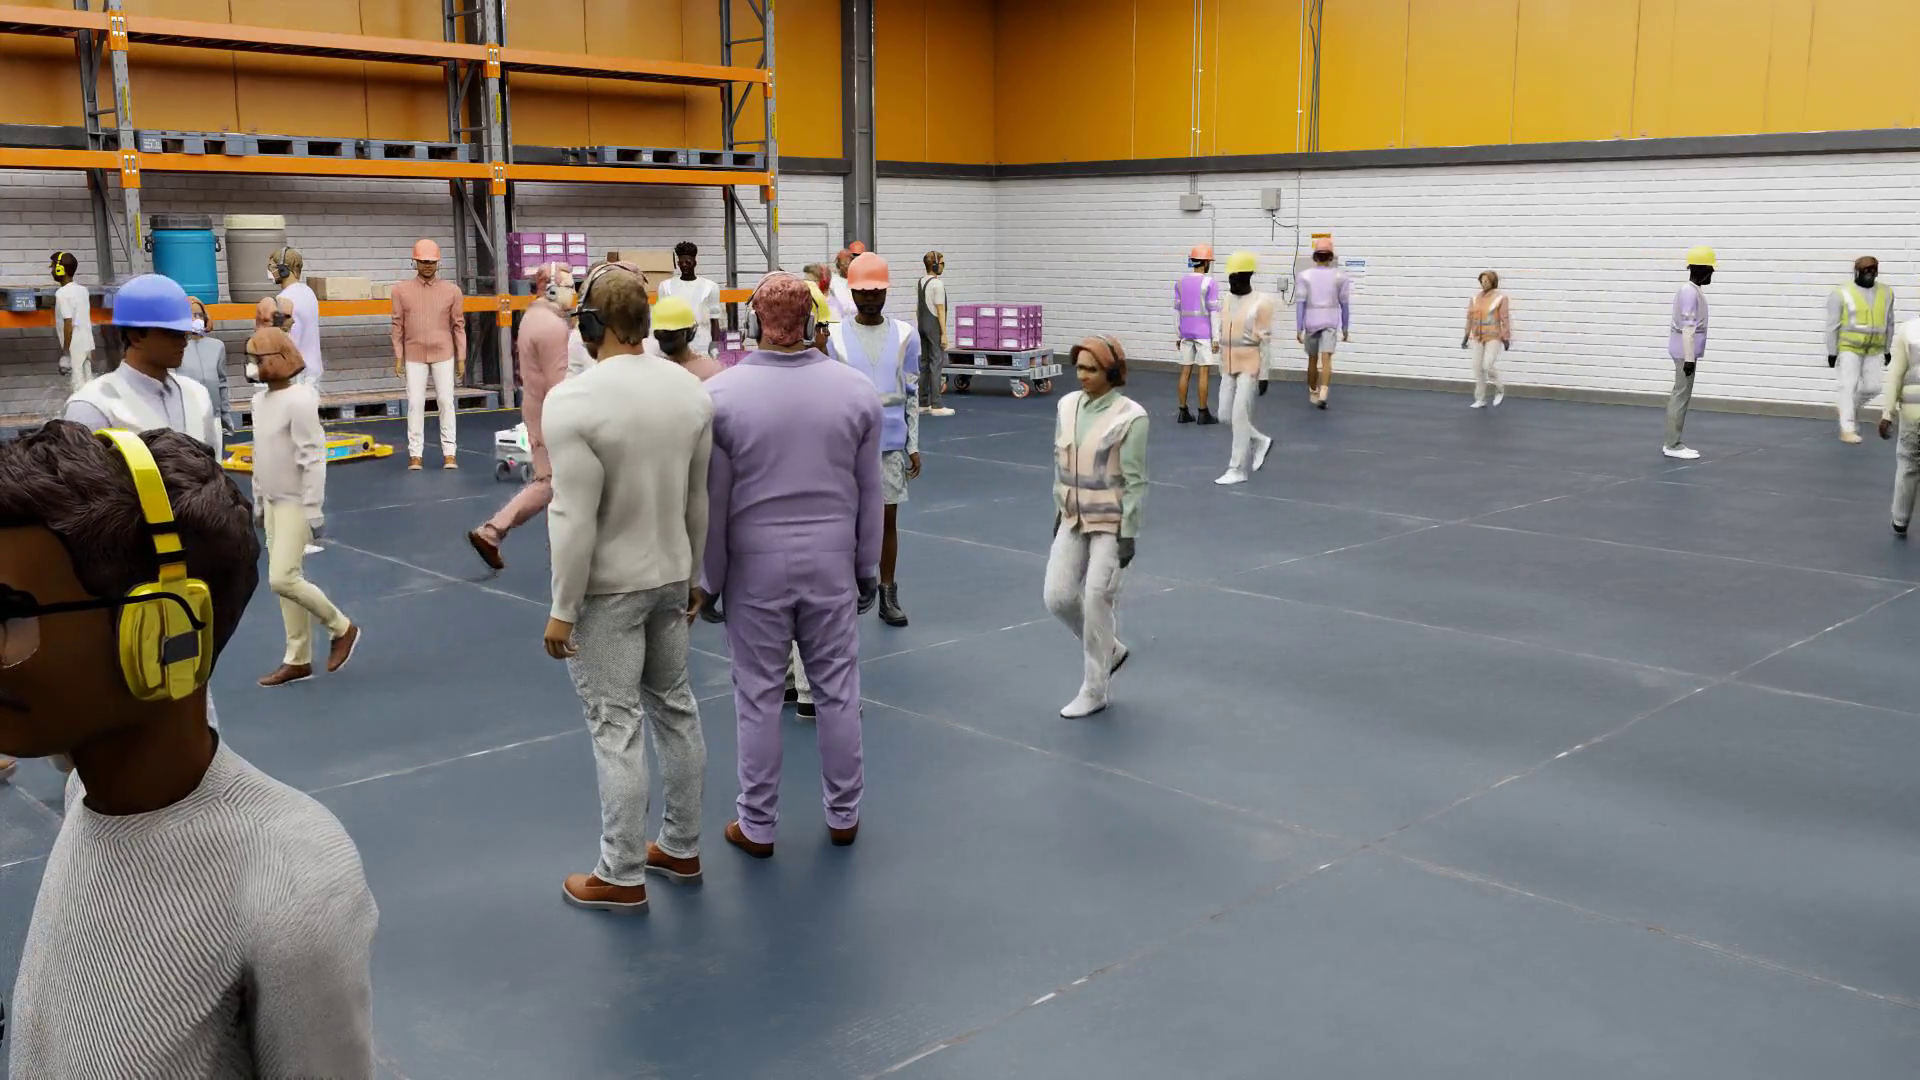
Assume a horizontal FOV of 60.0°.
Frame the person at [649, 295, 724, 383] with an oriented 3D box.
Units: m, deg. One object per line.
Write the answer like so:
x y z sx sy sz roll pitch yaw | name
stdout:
-1.328 -0.382 8.455 0.529 1.736 0.714 5 11 25 | person

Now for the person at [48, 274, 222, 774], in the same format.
-2.799 0.051 5.660 0.961 1.909 0.612 2 11 12 | person

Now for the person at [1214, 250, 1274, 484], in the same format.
2.356 -1.415 13.636 0.643 1.910 0.589 -7 12 -33 | person

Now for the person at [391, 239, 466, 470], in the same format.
-4.590 -1.595 14.403 0.617 1.990 0.399 -3 11 -16 | person

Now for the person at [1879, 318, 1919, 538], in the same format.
6.327 -0.832 10.781 0.619 1.781 0.915 5 12 27 | person

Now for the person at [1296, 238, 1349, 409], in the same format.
4.266 -2.553 19.610 0.620 2.004 1.048 2 11 11 | person

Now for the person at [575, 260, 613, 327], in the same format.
-2.529 -1.085 12.003 0.634 1.841 0.429 4 11 21 | person

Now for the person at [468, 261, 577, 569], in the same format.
-2.514 -0.713 9.901 0.819 1.876 0.662 -4 11 -20 | person

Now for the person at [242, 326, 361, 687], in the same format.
-3.006 -0.144 7.457 0.527 1.619 0.385 10 14 43 | person

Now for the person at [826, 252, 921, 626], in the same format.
-0.459 -0.501 8.555 0.549 1.936 0.376 -3 11 -14 | person

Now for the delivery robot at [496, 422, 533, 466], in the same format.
-3.536 -0.832 13.878 0.477 0.478 0.707 5 12 27 | delivery robot

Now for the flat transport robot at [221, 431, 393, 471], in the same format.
-5.780 -0.789 14.675 0.652 0.197 1.431 5 12 25 | flat transport robot

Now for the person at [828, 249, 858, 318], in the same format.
-1.311 -2.408 19.135 0.604 1.869 0.486 -2 11 -12 | person

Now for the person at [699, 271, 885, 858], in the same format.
-0.564 0.087 5.438 0.642 1.909 0.410 -4 11 -20 | person

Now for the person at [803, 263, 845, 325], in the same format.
-1.052 -1.308 13.325 0.918 1.812 0.573 -6 12 -31 | person

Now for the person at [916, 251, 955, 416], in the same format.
-0.299 -2.323 18.745 0.346 1.846 0.506 -7 13 -34 | person

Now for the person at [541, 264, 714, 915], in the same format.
-0.998 0.151 5.000 0.361 1.937 0.635 7 12 32 | person

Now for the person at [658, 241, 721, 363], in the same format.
-2.595 -1.868 15.933 0.607 1.966 0.367 -1 10 -3 | person

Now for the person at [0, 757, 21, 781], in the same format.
-4.018 0.024 5.846 1.049 1.888 0.643 -2 11 -13 | person

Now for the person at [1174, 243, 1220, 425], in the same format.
2.569 -2.211 17.884 0.551 1.935 0.375 9 14 41 | person

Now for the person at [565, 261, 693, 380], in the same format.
-1.698 -0.462 8.489 0.680 1.897 0.396 1 10 6 | person

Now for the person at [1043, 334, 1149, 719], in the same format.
0.584 -0.054 6.953 0.397 1.617 0.533 -9 14 -40 | person

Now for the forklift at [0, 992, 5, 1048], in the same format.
-3.245 0.323 3.363 2.313 2.155 1.214 2 11 13 | forklift

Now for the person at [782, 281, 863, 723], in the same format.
-0.647 -0.156 6.961 0.404 1.833 0.589 -6 12 -29 | person

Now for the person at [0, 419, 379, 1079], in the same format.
-0.706 0.822 1.540 0.521 1.869 0.328 9 14 40 | person

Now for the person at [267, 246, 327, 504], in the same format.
-4.912 -1.188 12.302 0.372 1.940 0.631 -1 10 -8 | person

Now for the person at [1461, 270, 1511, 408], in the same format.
6.149 -2.336 19.422 0.362 1.624 0.536 -7 12 -33 | person

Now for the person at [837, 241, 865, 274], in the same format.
-1.426 -3.144 22.967 0.550 1.935 0.376 3 11 15 | person

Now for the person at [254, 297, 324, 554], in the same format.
-4.315 -0.721 10.579 0.306 1.637 0.523 -9 14 -42 | person

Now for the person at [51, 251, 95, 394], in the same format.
-8.262 -1.740 15.499 0.336 1.873 0.521 -1 10 -3 | person

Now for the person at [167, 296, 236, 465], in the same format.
-4.985 -0.775 10.883 0.279 1.633 0.501 6 12 29 | person

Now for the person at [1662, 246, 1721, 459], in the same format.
6.666 -1.708 15.167 0.383 1.924 0.594 4 11 22 | person

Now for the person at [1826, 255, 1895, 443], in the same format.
8.805 -1.873 16.331 0.653 1.829 0.509 0 10 1 | person
